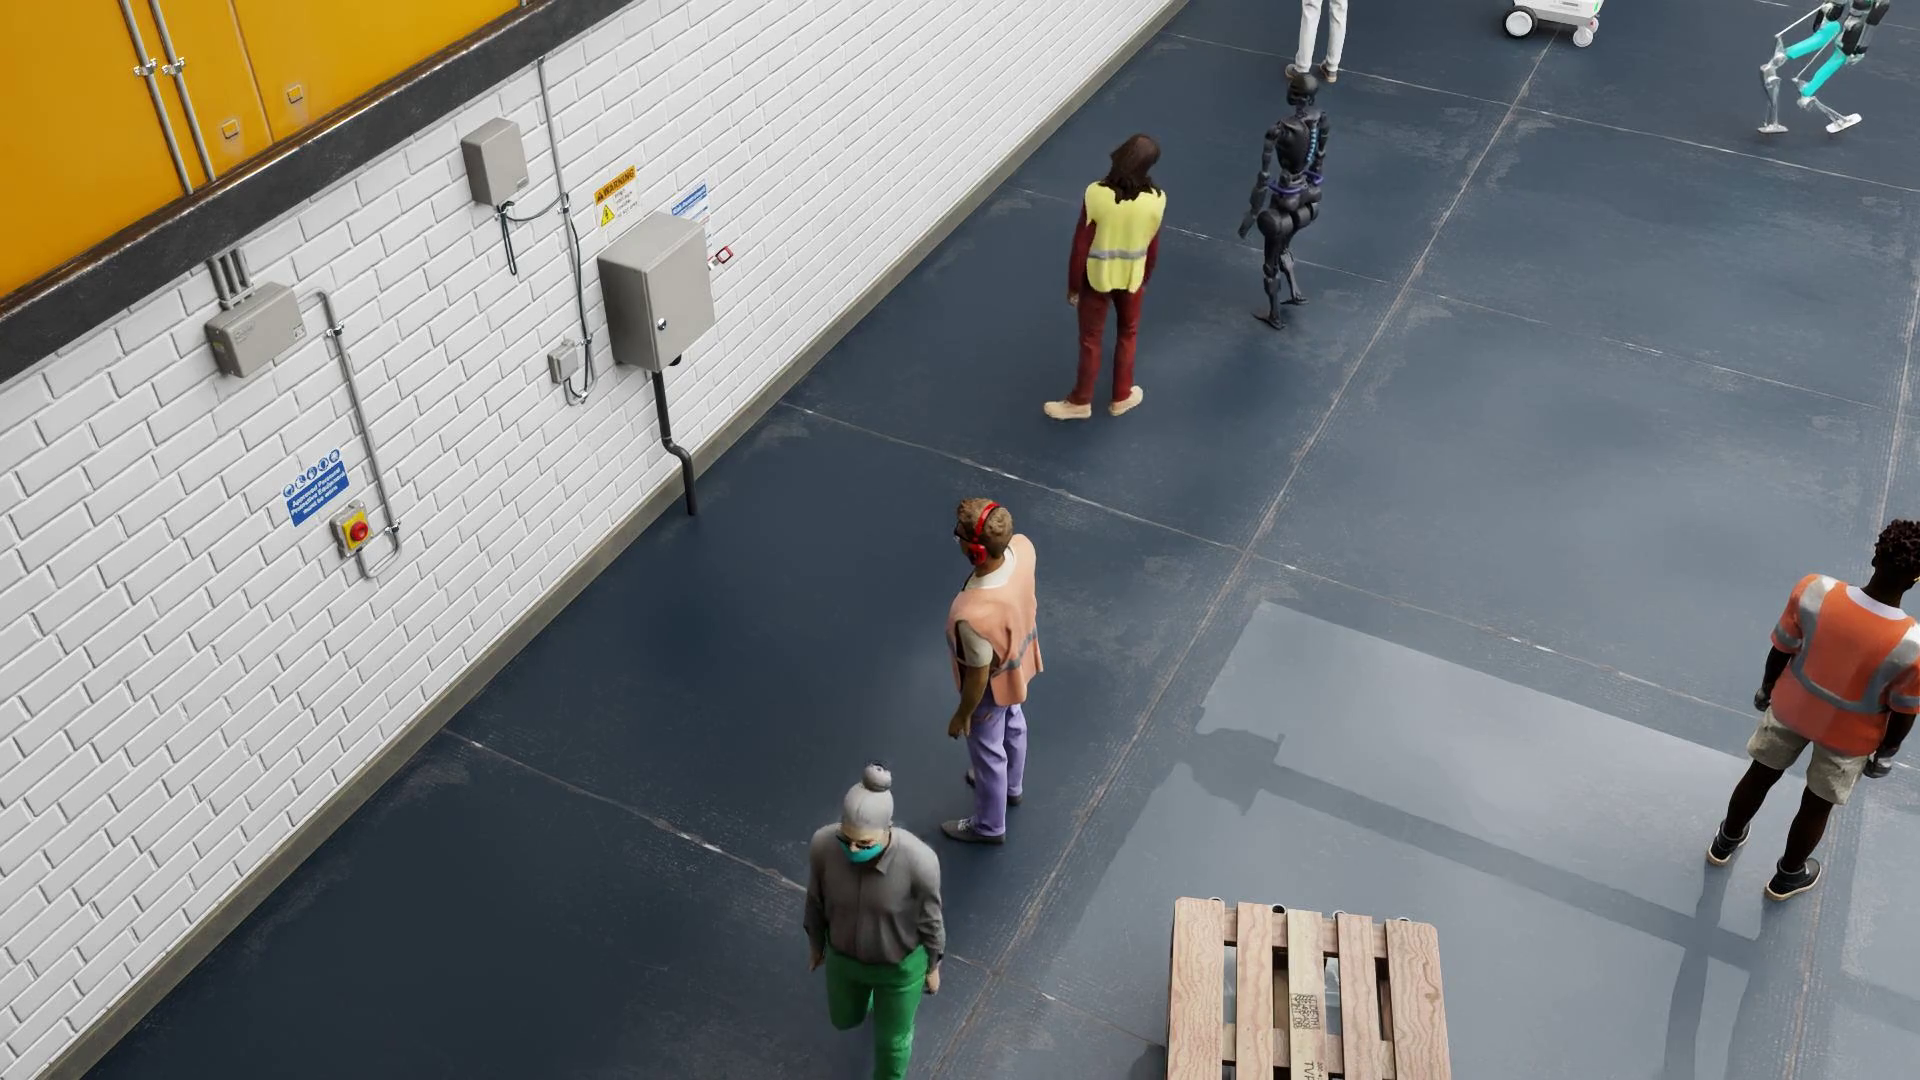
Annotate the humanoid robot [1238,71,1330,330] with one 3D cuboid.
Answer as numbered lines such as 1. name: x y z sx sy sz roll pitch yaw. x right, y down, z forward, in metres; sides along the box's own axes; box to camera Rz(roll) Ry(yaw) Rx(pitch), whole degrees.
1. humanoid robot: 1.995 -2.048 10.138 0.589 1.646 0.354 -26 47 -27

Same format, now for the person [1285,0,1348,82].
1. person: 2.820 -4.407 12.712 0.582 1.882 0.349 -8 41 -9

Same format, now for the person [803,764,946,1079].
1. person: -0.296 1.430 5.994 0.523 1.822 0.640 11 42 12

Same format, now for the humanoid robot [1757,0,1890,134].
1. humanoid robot: 6.223 -3.639 11.932 1.006 1.735 0.548 -10 42 -11

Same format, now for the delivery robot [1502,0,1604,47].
1. delivery robot: 4.914 -4.435 13.772 0.804 0.610 0.499 18 44 19

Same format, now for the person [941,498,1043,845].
1. person: 0.135 0.577 6.960 0.389 1.847 0.563 16 43 18

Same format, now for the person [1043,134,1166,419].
1. person: 0.798 -1.440 9.385 0.662 1.753 0.375 -5 41 -6

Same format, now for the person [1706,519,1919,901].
1. person: 3.510 0.704 6.727 0.367 1.962 0.603 -30 49 -30
